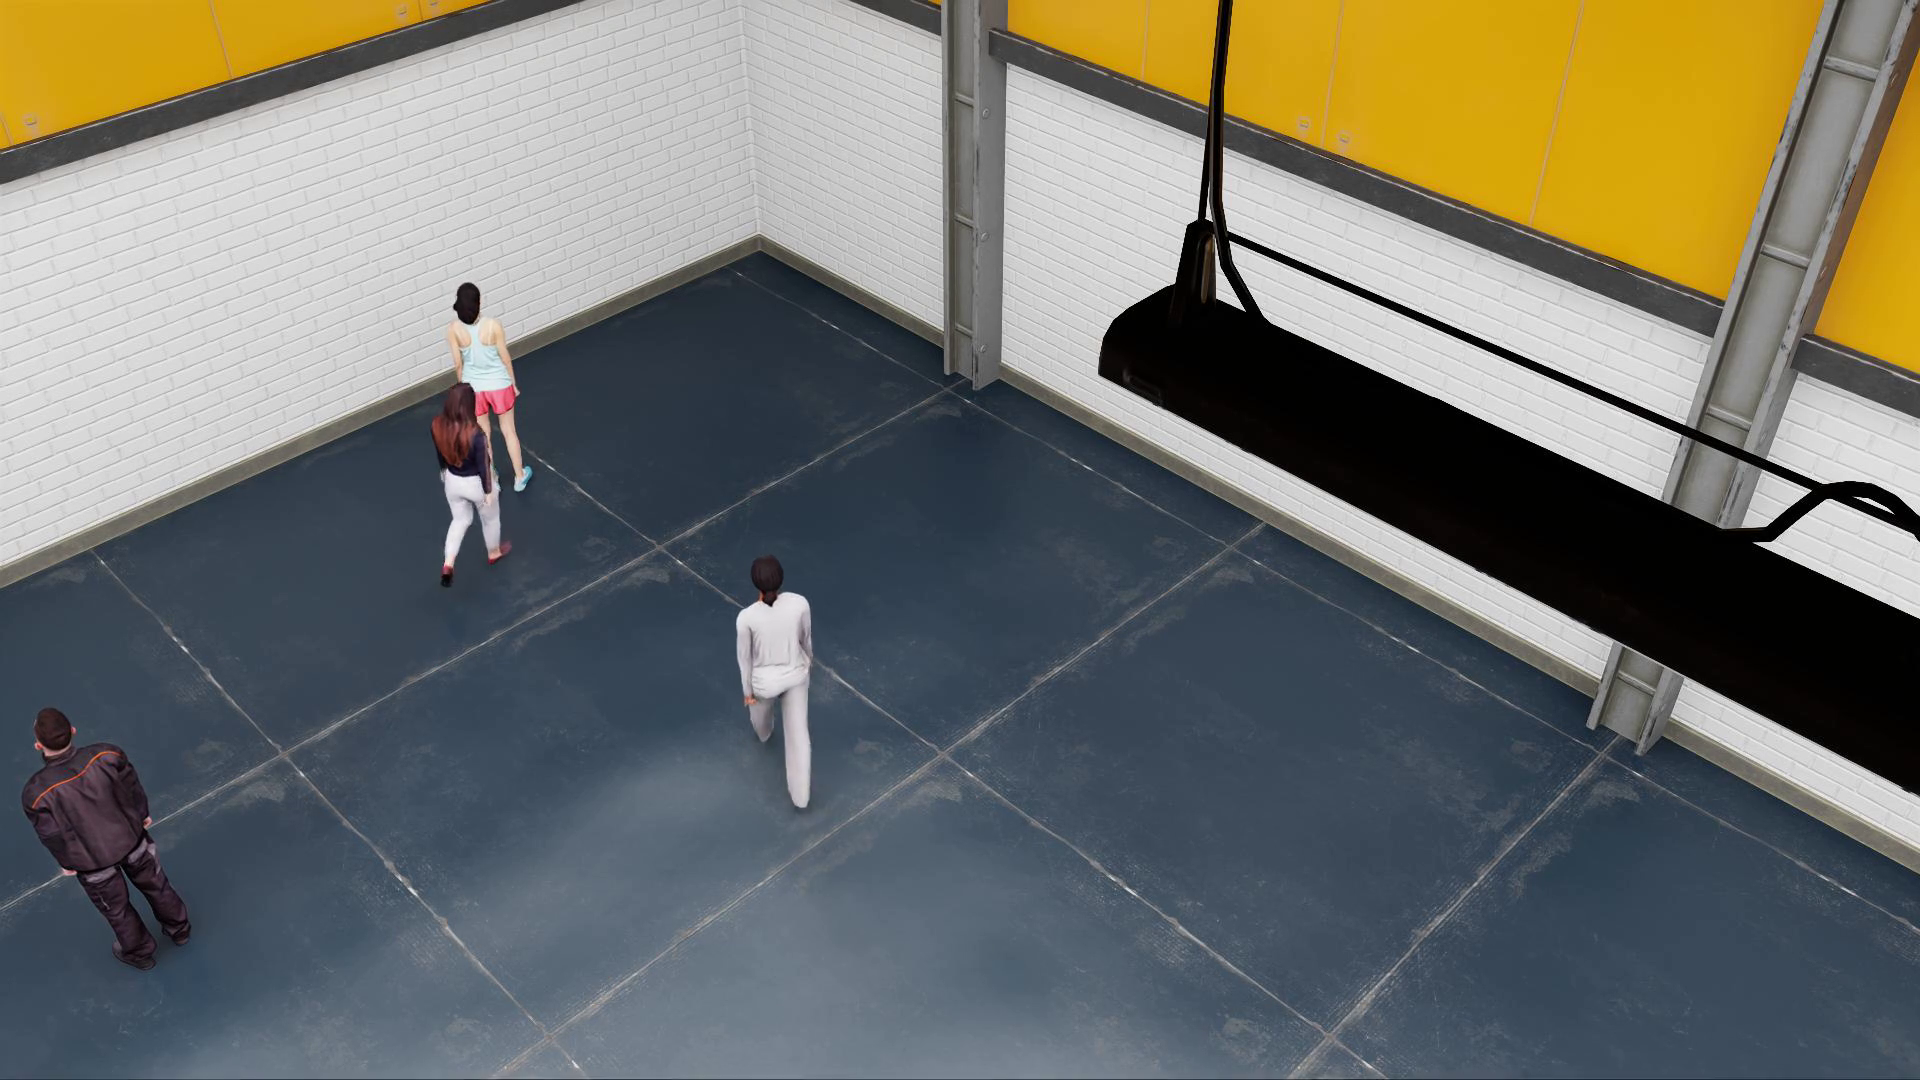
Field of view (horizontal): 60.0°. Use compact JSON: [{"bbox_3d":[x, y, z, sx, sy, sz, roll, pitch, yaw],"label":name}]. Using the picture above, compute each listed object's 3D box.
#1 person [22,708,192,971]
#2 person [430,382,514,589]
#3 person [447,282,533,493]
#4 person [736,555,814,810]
[{"bbox_3d":[-4.591,1.600,8.924,0.627,1.857,0.727,28,46,30],"label":"person"},{"bbox_3d":[-3.447,-0.349,11.578,0.997,1.590,0.939,10,40,12],"label":"person"},{"bbox_3d":[-3.525,-1.131,12.418,0.684,1.765,0.726,-4,39,-5],"label":"person"},{"bbox_3d":[-1.062,0.883,9.961,0.971,1.683,1.243,-13,40,-15],"label":"person"}]
